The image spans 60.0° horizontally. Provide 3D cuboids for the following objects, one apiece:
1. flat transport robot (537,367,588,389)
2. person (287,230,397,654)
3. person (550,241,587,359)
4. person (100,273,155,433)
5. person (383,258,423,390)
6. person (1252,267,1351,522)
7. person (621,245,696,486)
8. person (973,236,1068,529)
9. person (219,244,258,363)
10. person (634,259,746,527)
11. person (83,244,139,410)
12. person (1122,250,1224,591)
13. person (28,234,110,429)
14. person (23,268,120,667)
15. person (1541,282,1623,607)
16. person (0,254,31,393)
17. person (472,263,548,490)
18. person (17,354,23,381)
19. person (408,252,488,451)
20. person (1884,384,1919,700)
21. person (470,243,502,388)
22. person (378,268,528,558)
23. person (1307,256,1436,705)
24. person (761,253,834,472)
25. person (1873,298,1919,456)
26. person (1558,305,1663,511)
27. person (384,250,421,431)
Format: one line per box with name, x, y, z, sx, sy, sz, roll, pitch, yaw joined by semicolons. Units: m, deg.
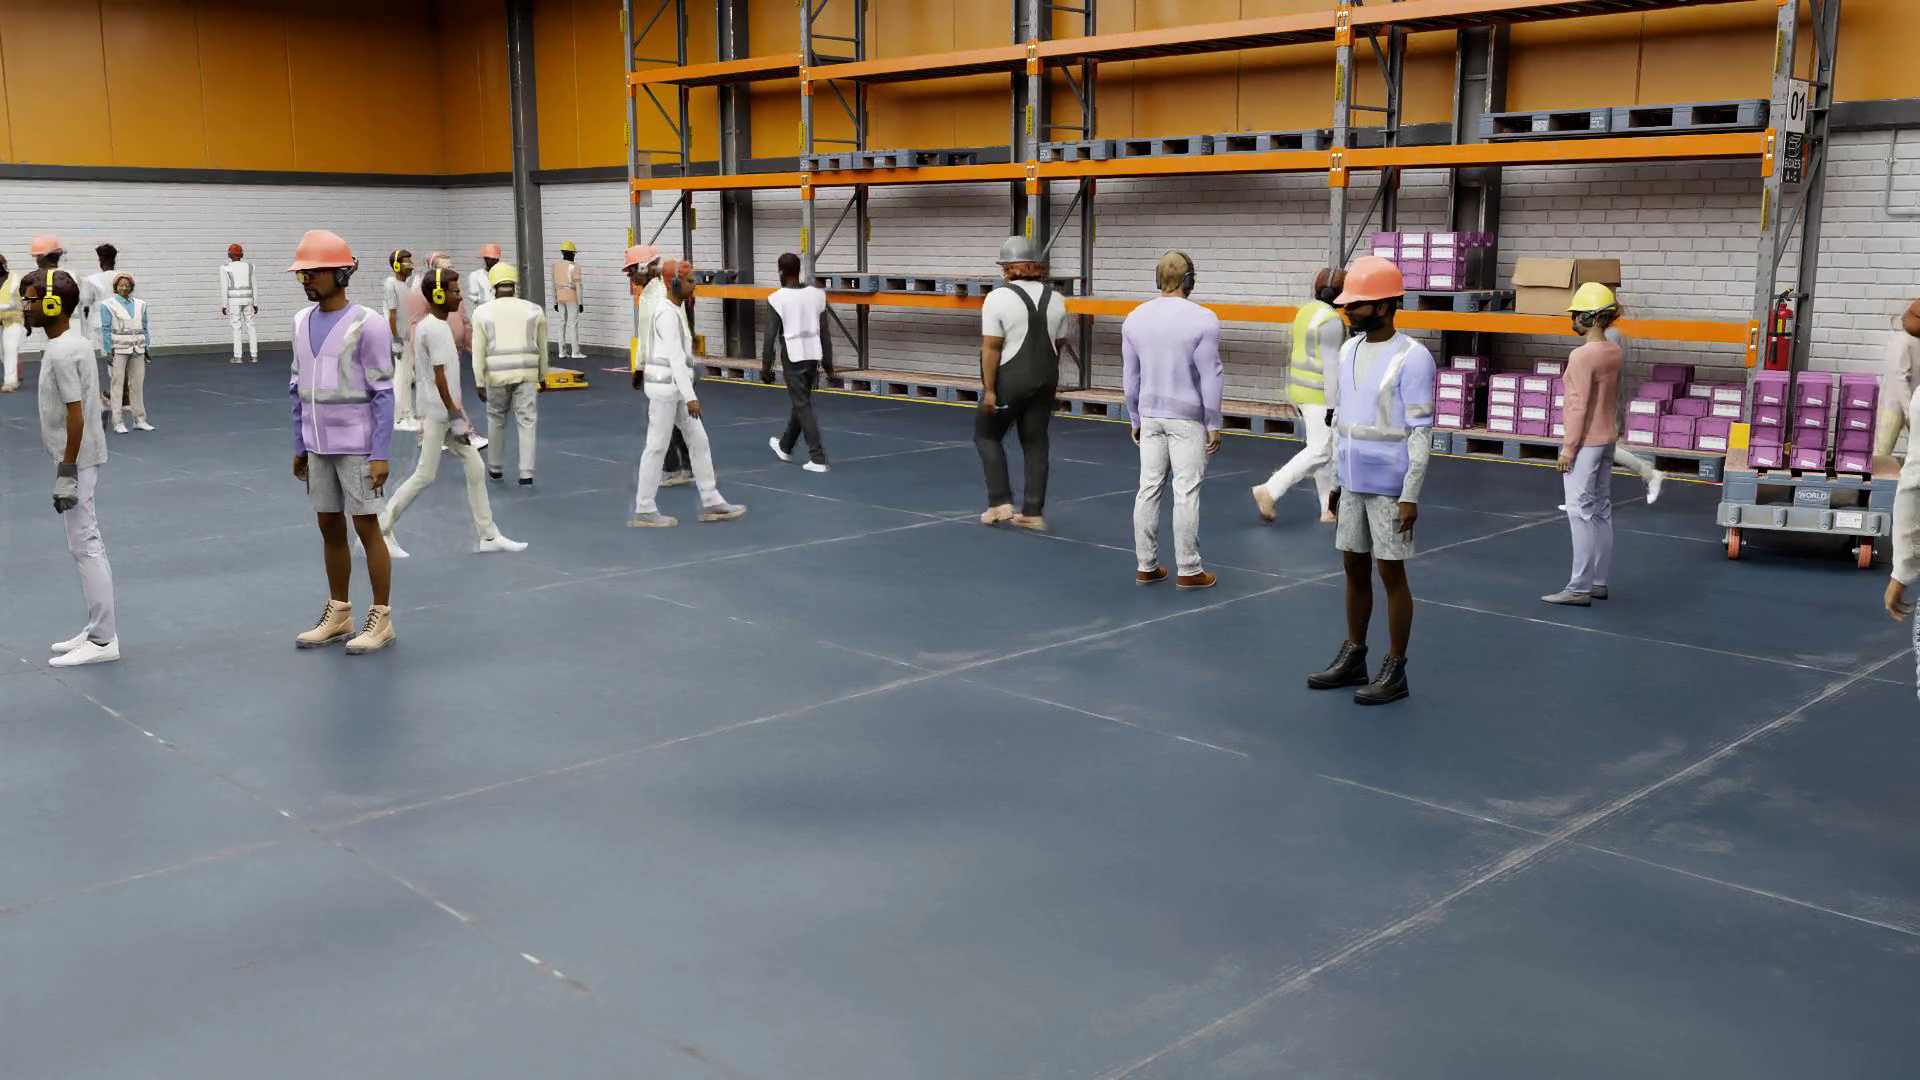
flat transport robot;-5.557;-2.171;22.212;0.652;0.197;1.431;-7;13;-35
person;-3.019;-0.464;8.070;0.612;2.043;0.374;5;11;25
person;-6.437;-3.937;27.339;0.590;1.920;0.388;5;11;24
person;-8.576;-1.923;17.135;0.315;1.636;0.515;6;12;29
person;-7.309;-2.905;22.008;0.600;1.811;0.628;0;10;1
person;2.445;-0.985;11.562;0.790;1.811;0.648;-2;10;-8
person;-2.406;-1.411;13.511;0.628;1.938;0.647;-5;11;-25
person;0.384;-1.092;11.500;0.701;2.000;0.589;-7;12;-33
person;-11.453;-3.755;26.452;0.574;1.882;0.356;-10;14;-43
person;-1.883;-0.999;11.525;0.879;1.850;0.599;0;10;-1
person;-9.954;-2.486;19.471;1.000;1.915;0.621;8;13;38
person;1.218;-0.675;9.503;0.632;1.940;0.372;8;13;37
person;-8.815;-1.982;16.384;0.585;2.028;0.632;4;11;20
person;-4.216;-0.340;7.870;0.328;1.870;0.514;-5;11;-24
person;3.425;-0.519;9.124;0.313;1.767;0.534;10;14;43
person;-12.469;-2.830;21.667;0.644;1.796;0.971;-3;11;-14
person;-3.645;-1.328;13.455;0.608;1.795;0.850;-4;11;-22
person;-13.299;-3.060;23.005;0.524;1.759;0.328;-6;12;-31
person;-4.730;-1.728;15.450;0.972;1.855;0.665;4;11;19
person;3.347;0.107;5.310;0.708;1.918;0.635;-10;14;-43
person;-6.012;-2.841;21.355;0.566;1.925;0.619;-6;12;-31
person;-3.300;-0.790;10.451;0.959;1.830;0.520;-1;10;-7
person;1.779;-0.250;7.205;0.379;1.931;0.548;-5;12;-27
person;-1.470;-1.549;14.472;0.605;1.859;1.010;-9;14;-40
person;6.727;-0.938;11.885;0.497;1.595;0.785;-6;12;-30
person;4.770;-0.993;12.123;0.640;1.605;0.540;1;10;5
person;-5.771;-2.074;17.313;0.329;1.875;0.507;0;10;2
